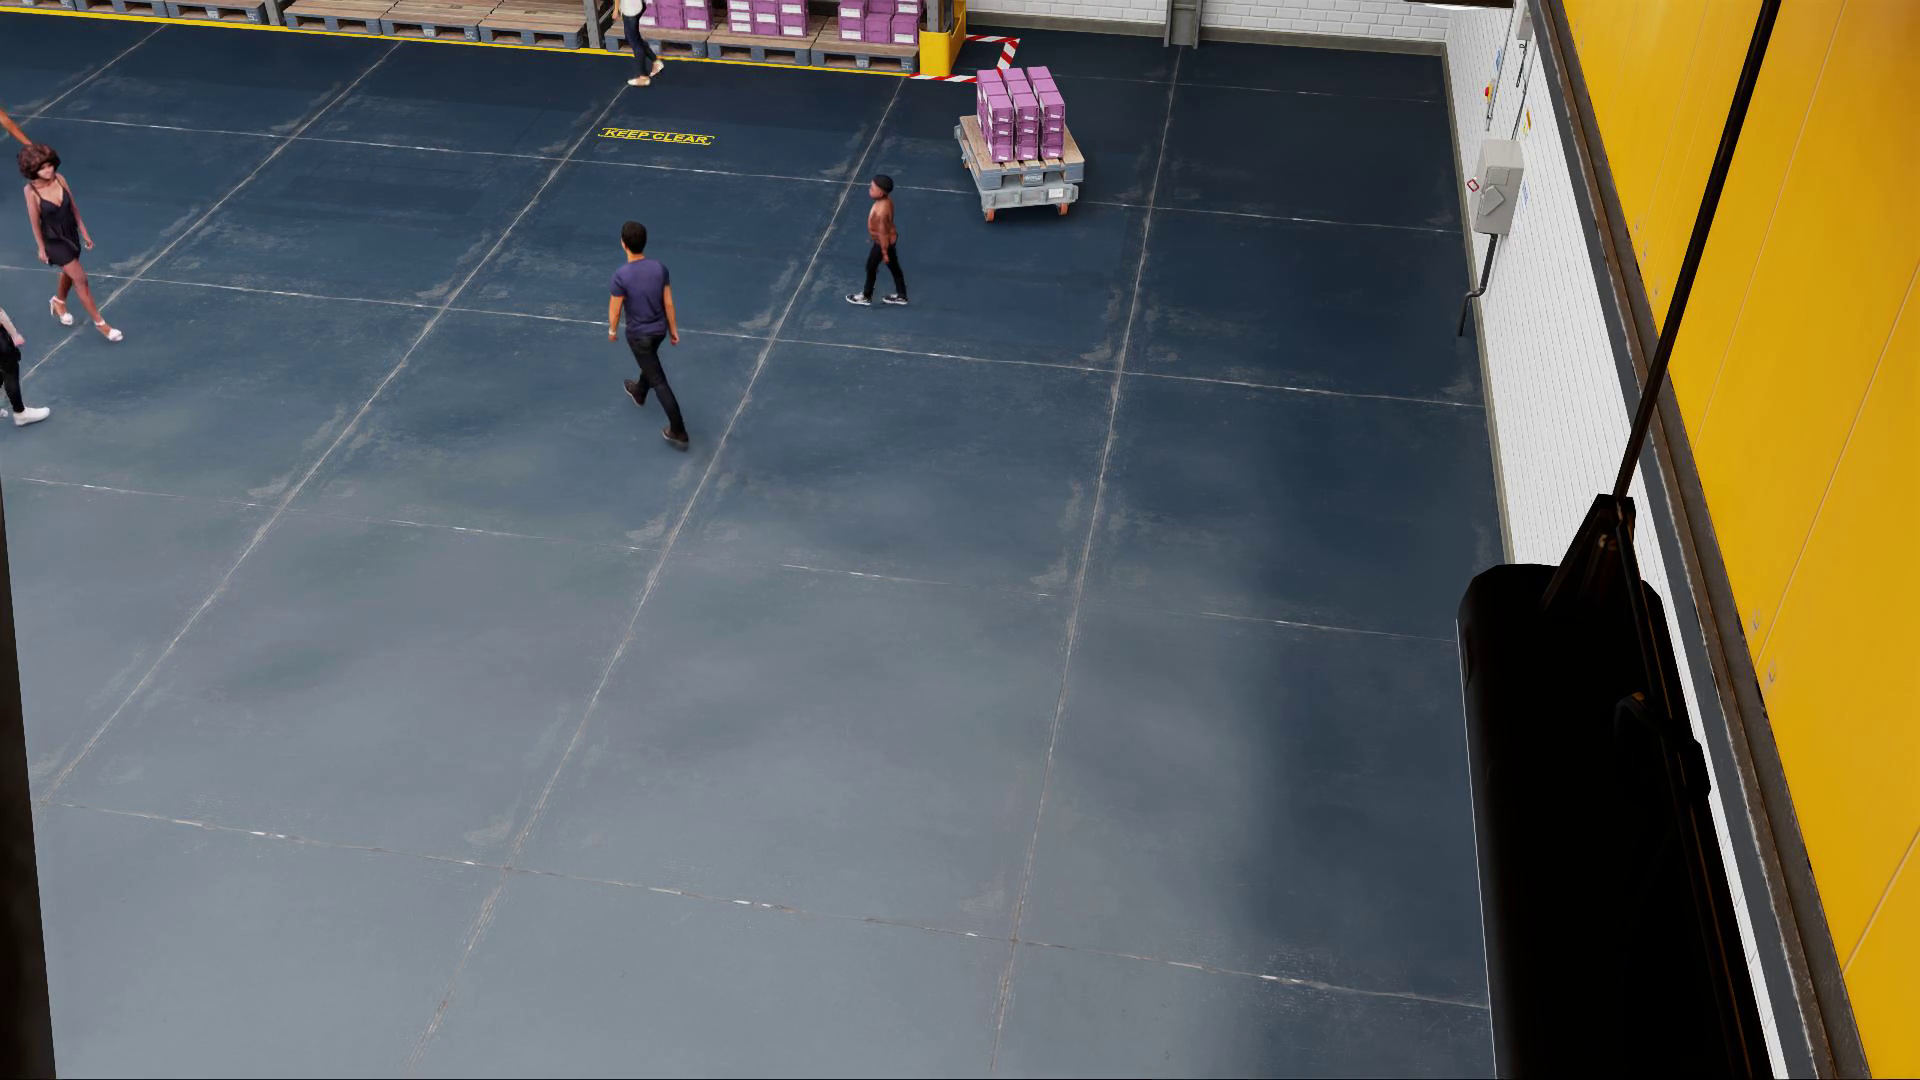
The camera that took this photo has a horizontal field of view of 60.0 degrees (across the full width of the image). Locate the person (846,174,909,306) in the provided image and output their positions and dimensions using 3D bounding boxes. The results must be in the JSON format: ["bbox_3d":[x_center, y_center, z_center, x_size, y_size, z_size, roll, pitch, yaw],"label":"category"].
[{"bbox_3d":[-0.591,-2.580,14.404,0.745,1.232,0.530,6,39,8],"label":"person"}]

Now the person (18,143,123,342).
[{"bbox_3d":[-7.544,-2.489,13.878,1.032,1.746,0.659,15,41,18],"label":"person"}]

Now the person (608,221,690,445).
[{"bbox_3d":[-2.341,-1.519,12.674,1.083,1.733,1.254,-31,48,-33],"label":"person"}]

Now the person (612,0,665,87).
[{"bbox_3d":[-3.440,-5.745,17.935,0.629,1.771,0.607,6,39,8],"label":"person"}]
